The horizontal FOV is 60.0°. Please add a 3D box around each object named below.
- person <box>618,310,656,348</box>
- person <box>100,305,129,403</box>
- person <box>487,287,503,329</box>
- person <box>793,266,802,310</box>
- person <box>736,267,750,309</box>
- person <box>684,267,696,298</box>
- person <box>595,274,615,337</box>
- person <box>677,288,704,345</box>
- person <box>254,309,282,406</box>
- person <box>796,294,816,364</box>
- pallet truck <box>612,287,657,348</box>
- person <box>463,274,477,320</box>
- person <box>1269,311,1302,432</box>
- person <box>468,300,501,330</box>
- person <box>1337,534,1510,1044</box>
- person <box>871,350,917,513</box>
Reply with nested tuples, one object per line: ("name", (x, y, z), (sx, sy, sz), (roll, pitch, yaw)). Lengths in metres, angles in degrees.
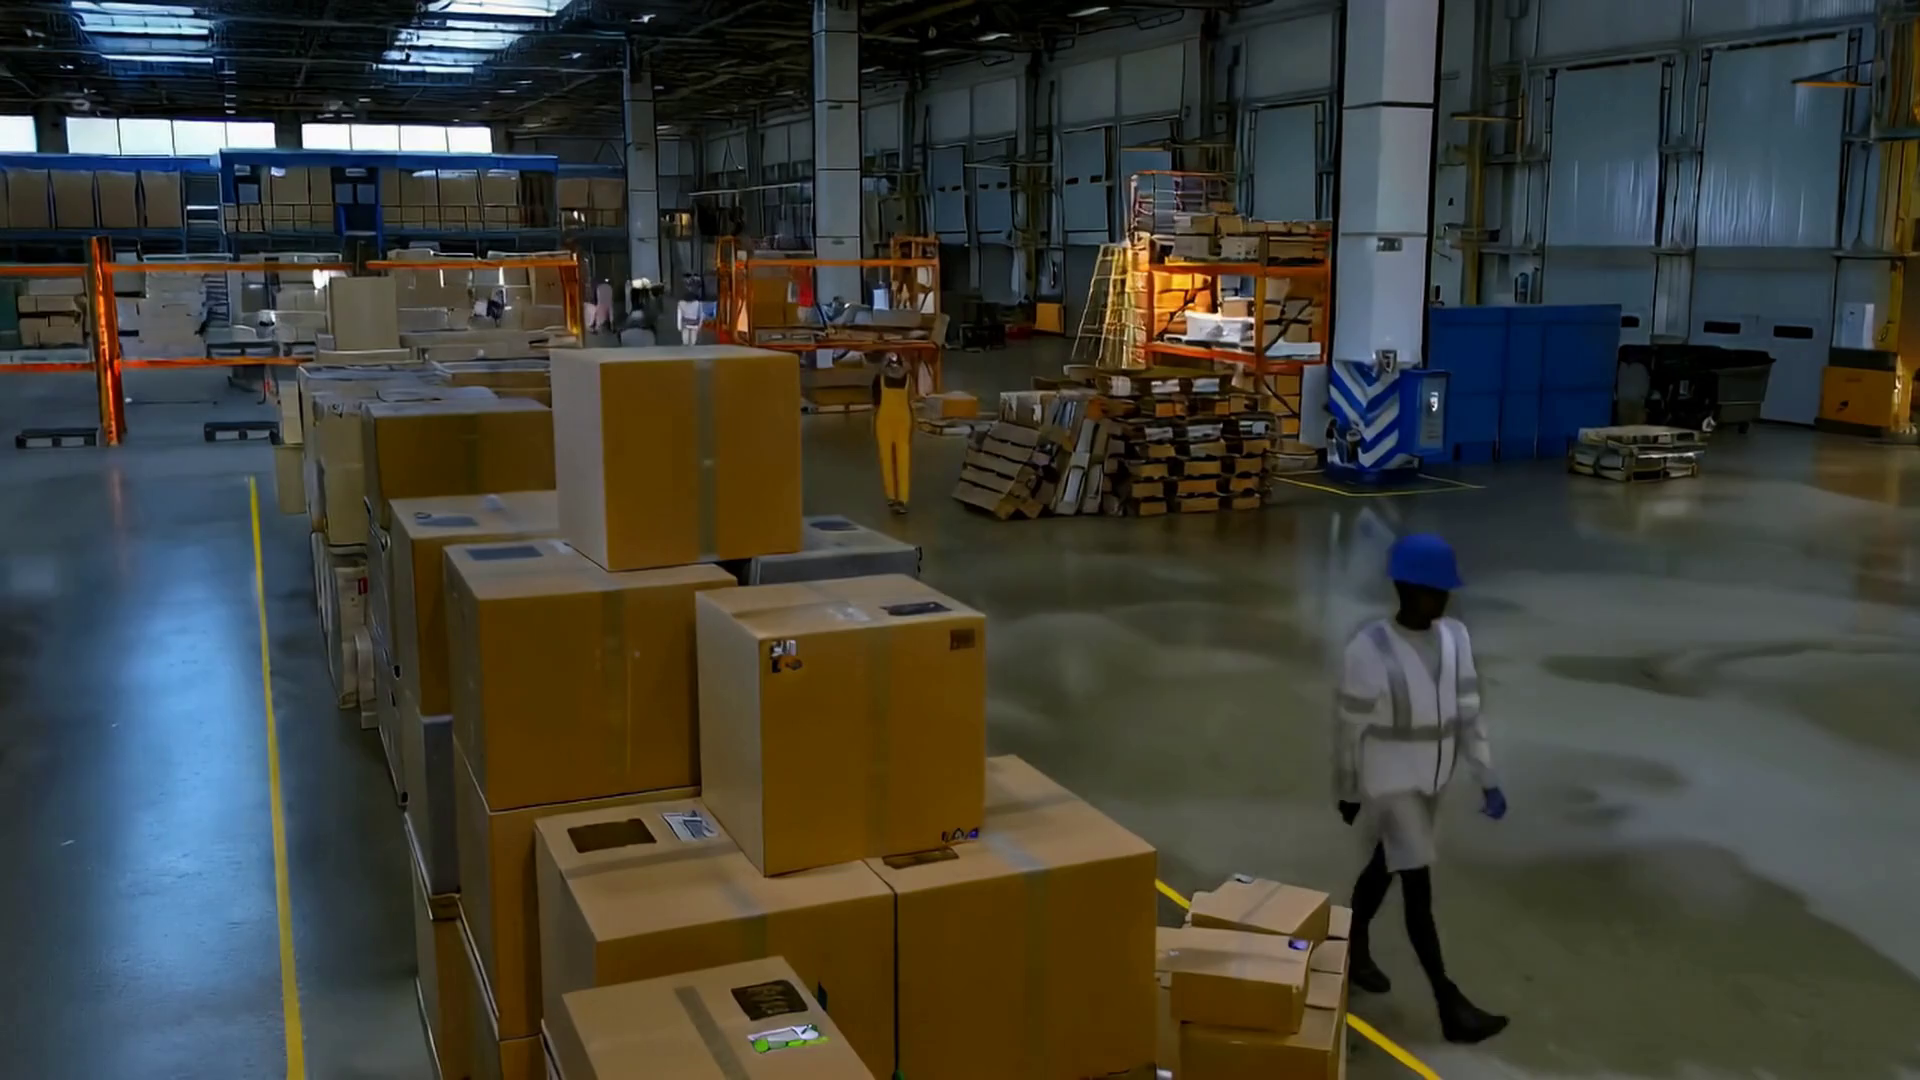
("person", (-5.107, -2.694, 26.357), (0.594, 1.859, 1.042), (-3, 11, -16))
("person", (-15.578, -3.462, 30.575), (0.332, 1.865, 0.520), (3, 11, 16))
("person", (-10.138, -4.549, 36.354), (0.371, 1.940, 0.630), (0, 10, 2))
("person", (-6.795, -10.616, 69.659), (0.392, 1.992, 0.615), (-4, 11, -21))
("person", (-9.297, -10.826, 71.219), (0.632, 1.843, 0.429), (-5, 12, -27))
("person", (-10.274, -9.339, 62.856), (0.952, 1.889, 0.562), (-6, 12, -29))
("person", (-10.826, -7.124, 50.606), (0.662, 1.919, 0.636), (9, 14, 41))
("person", (-6.375, -5.045, 39.401), (0.630, 1.831, 0.444), (-4, 11, -21))
("person", (-12.447, -3.280, 29.900), (0.493, 1.743, 0.314), (1, 10, 6))
("person", (-3.700, -5.097, 40.074), (0.543, 1.679, 0.480), (4, 11, 21))
("pallet truck", (-6.464, -4.406, 35.401), (0.823, 1.965, 1.885), (6, 12, 32))
("person", (-14.913, -7.131, 50.613), (0.377, 1.929, 0.585), (1, 10, 7))
("person", (4.977, -2.608, 25.807), (0.993, 1.889, 0.564), (10, 14, 42))
("person", (-8.395, -3.281, 29.431), (0.591, 1.916, 0.393), (-6, 12, -31))
("person", (1.784, 0.918, 6.336), (0.557, 1.889, 0.972), (-7, 12, -33))
("person", (-0.729, -1.219, 18.449), (0.505, 1.786, 1.022), (0, 10, 1))
